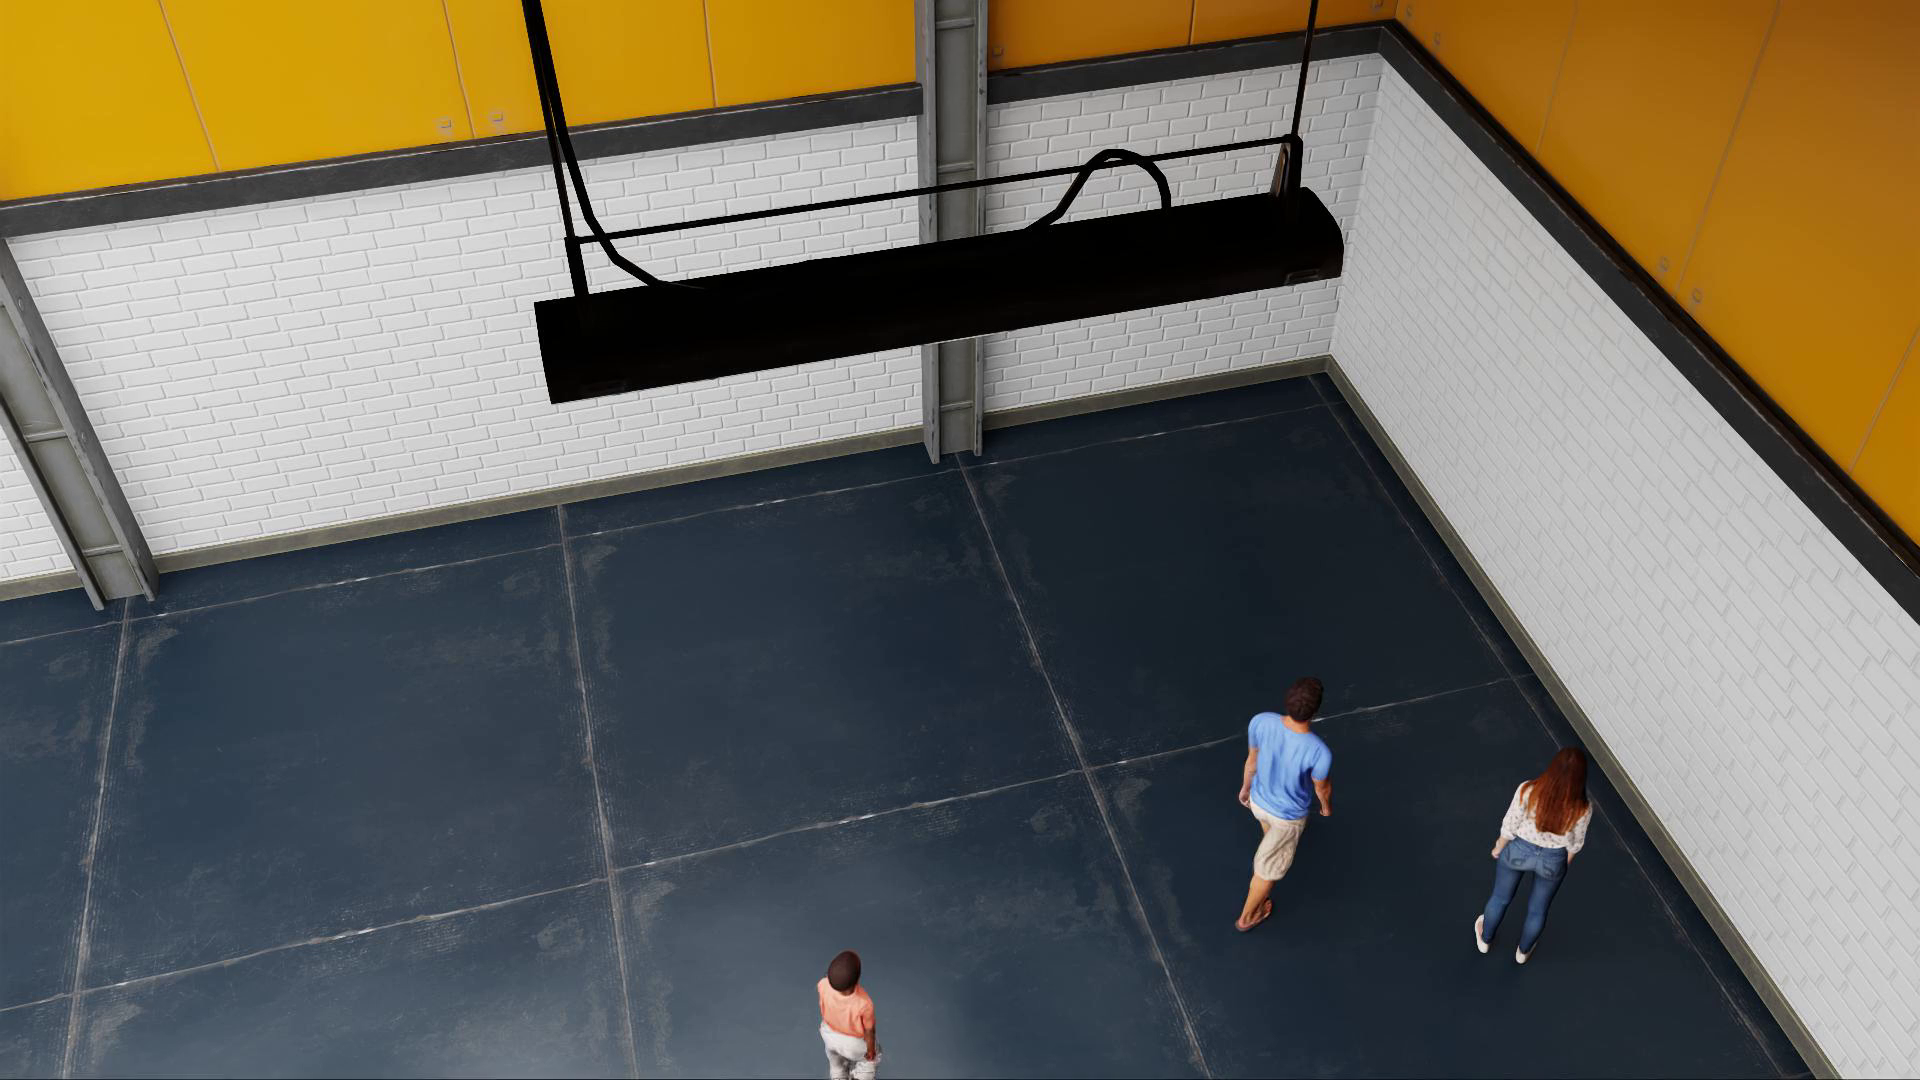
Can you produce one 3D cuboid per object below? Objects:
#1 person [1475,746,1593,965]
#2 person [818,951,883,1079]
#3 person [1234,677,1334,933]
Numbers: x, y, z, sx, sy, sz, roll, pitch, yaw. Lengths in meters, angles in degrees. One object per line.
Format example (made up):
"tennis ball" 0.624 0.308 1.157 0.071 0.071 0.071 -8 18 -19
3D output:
"person" 3.120 1.708 9.016 0.629 1.728 0.712 16 46 16
"person" -0.598 2.553 8.440 0.593 1.299 0.657 17 46 17
"person" 1.715 1.502 9.156 0.979 1.833 1.171 34 53 31
